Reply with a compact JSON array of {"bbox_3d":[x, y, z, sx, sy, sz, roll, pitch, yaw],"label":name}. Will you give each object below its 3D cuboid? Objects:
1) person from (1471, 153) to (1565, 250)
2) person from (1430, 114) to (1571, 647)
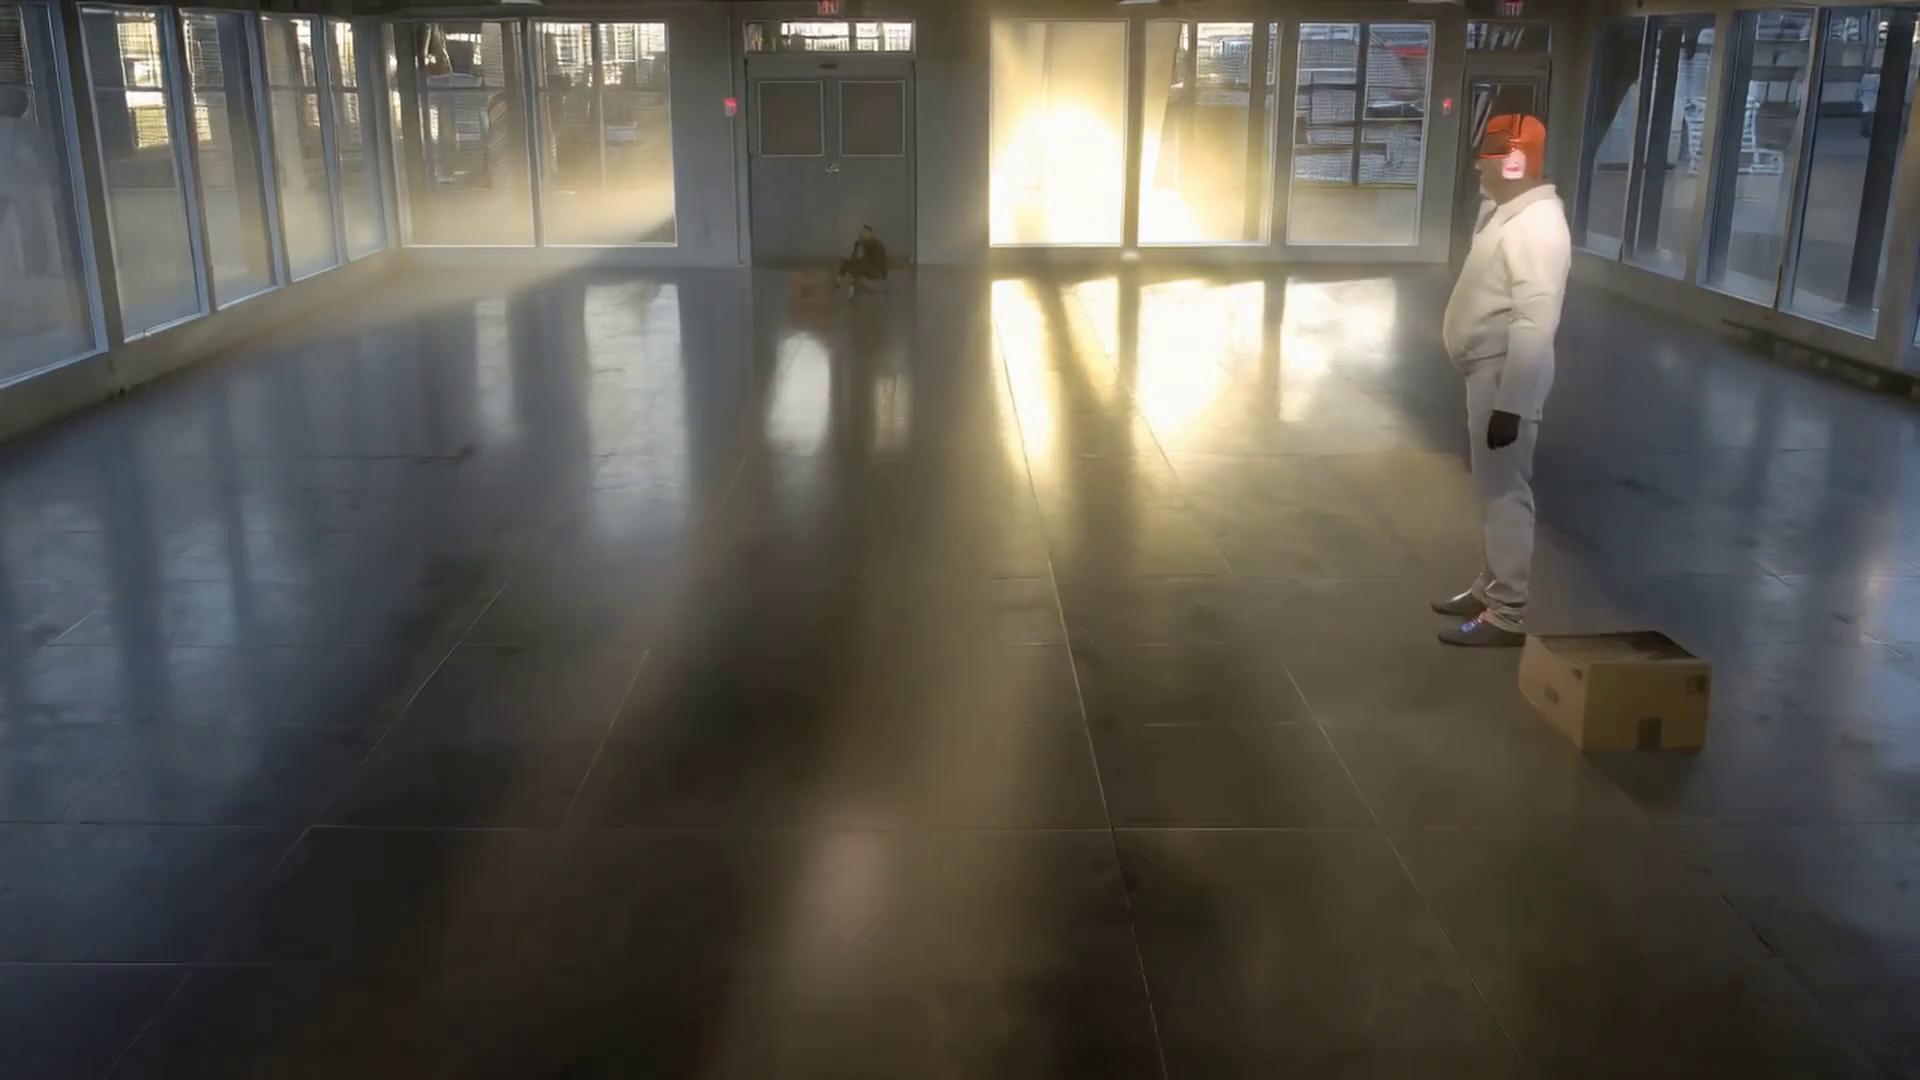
[{"bbox_3d":[3.339,-1.564,9.970,0.508,1.595,0.831,0,16,-1],"label":"person"},{"bbox_3d":[1.933,-0.557,6.004,0.402,1.904,0.652,4,17,12],"label":"person"}]
